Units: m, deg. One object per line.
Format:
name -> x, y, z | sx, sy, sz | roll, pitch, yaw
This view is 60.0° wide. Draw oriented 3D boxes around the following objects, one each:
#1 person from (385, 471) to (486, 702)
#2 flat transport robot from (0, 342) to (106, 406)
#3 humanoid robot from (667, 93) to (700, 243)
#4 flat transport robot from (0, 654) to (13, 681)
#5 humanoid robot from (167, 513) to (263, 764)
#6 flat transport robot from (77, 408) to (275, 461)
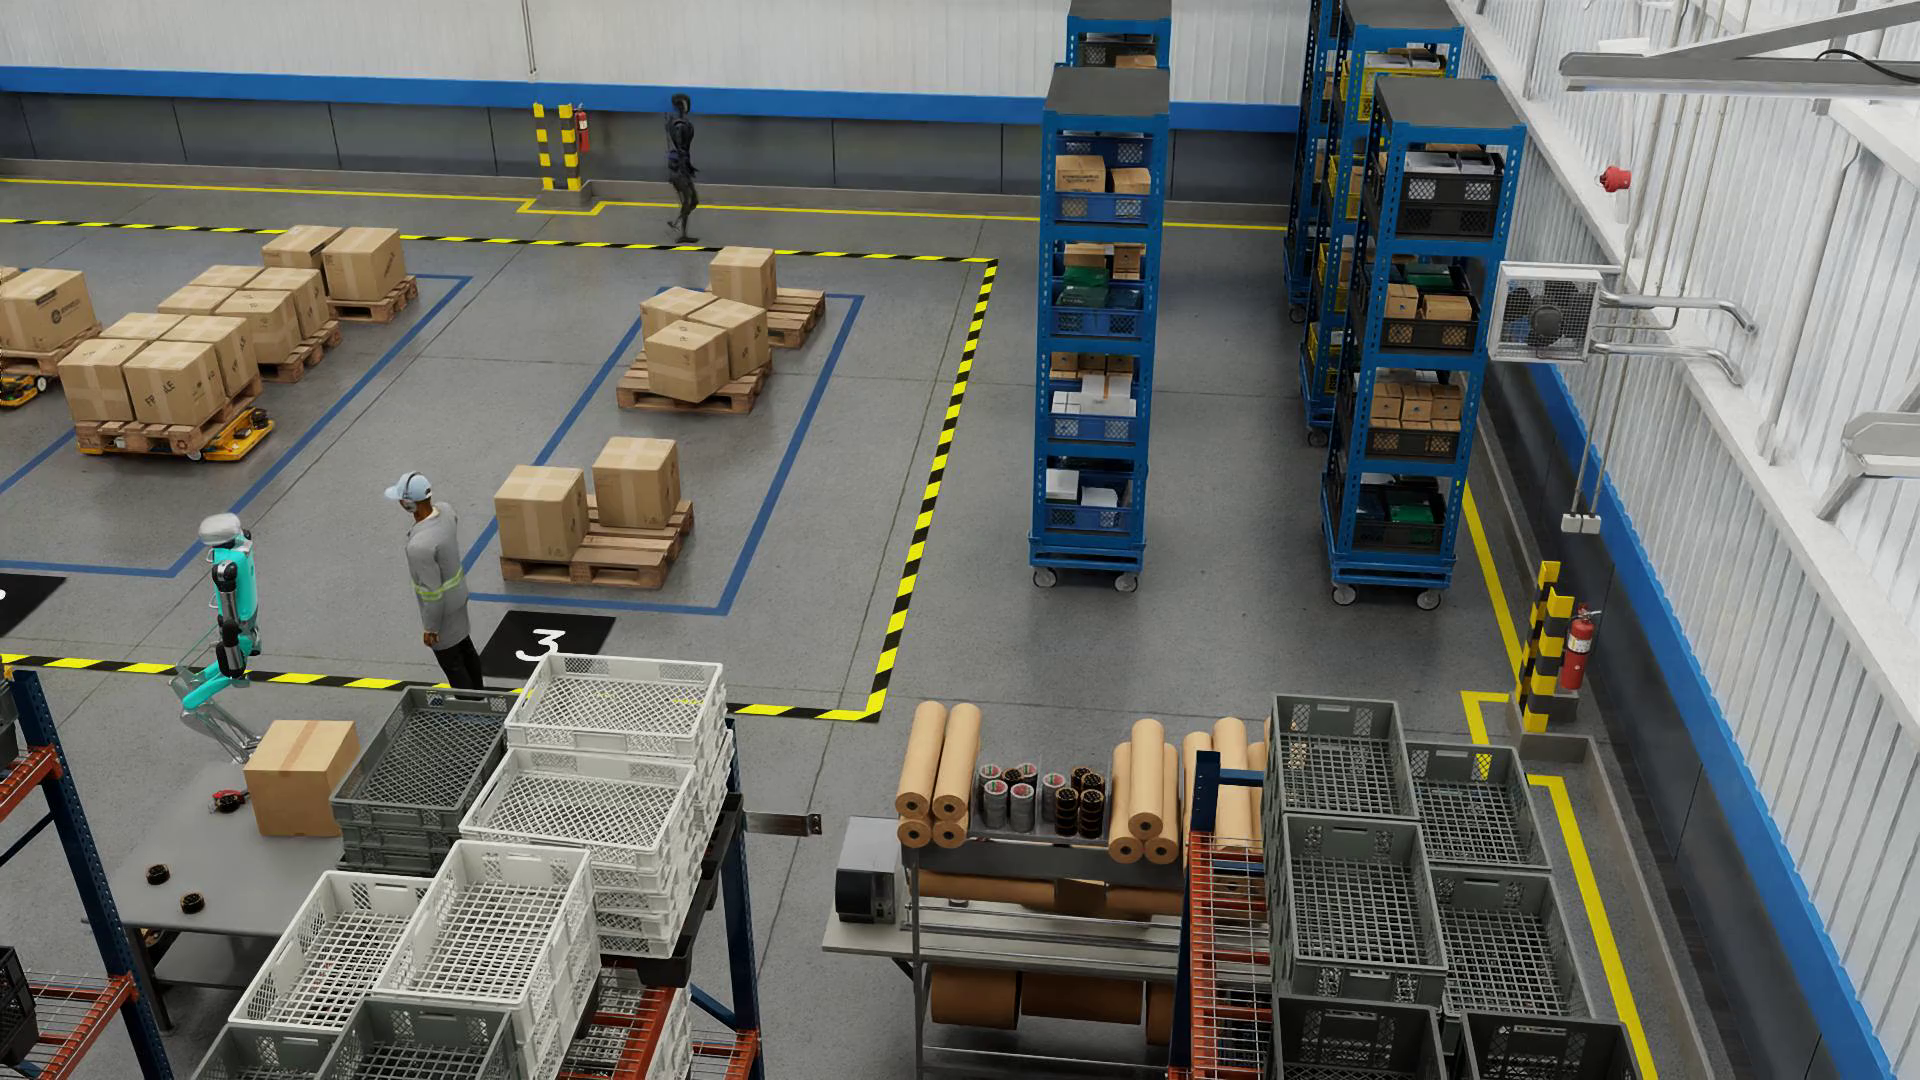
person -> -3.278, 0.397, 10.418 | 0.392, 1.849, 0.596 | 0, 30, 0
flat transport robot -> -8.666, -1.643, 15.468 | 0.652, 0.197, 1.431 | 3, 30, 6
humanoid robot -> -3.079, -4.081, 18.274 | 0.400, 1.644, 0.595 | -2, 30, -4
flat transport robot -> -7.142, 0.969, 11.010 | 1.431, 0.231, 0.659 | 3, 30, 6
humanoid robot -> -4.512, 0.628, 10.005 | 0.735, 1.673, 0.533 | -5, 31, -9
flat transport robot -> -6.728, -0.944, 14.268 | 1.431, 0.197, 0.652 | 3, 30, 6
